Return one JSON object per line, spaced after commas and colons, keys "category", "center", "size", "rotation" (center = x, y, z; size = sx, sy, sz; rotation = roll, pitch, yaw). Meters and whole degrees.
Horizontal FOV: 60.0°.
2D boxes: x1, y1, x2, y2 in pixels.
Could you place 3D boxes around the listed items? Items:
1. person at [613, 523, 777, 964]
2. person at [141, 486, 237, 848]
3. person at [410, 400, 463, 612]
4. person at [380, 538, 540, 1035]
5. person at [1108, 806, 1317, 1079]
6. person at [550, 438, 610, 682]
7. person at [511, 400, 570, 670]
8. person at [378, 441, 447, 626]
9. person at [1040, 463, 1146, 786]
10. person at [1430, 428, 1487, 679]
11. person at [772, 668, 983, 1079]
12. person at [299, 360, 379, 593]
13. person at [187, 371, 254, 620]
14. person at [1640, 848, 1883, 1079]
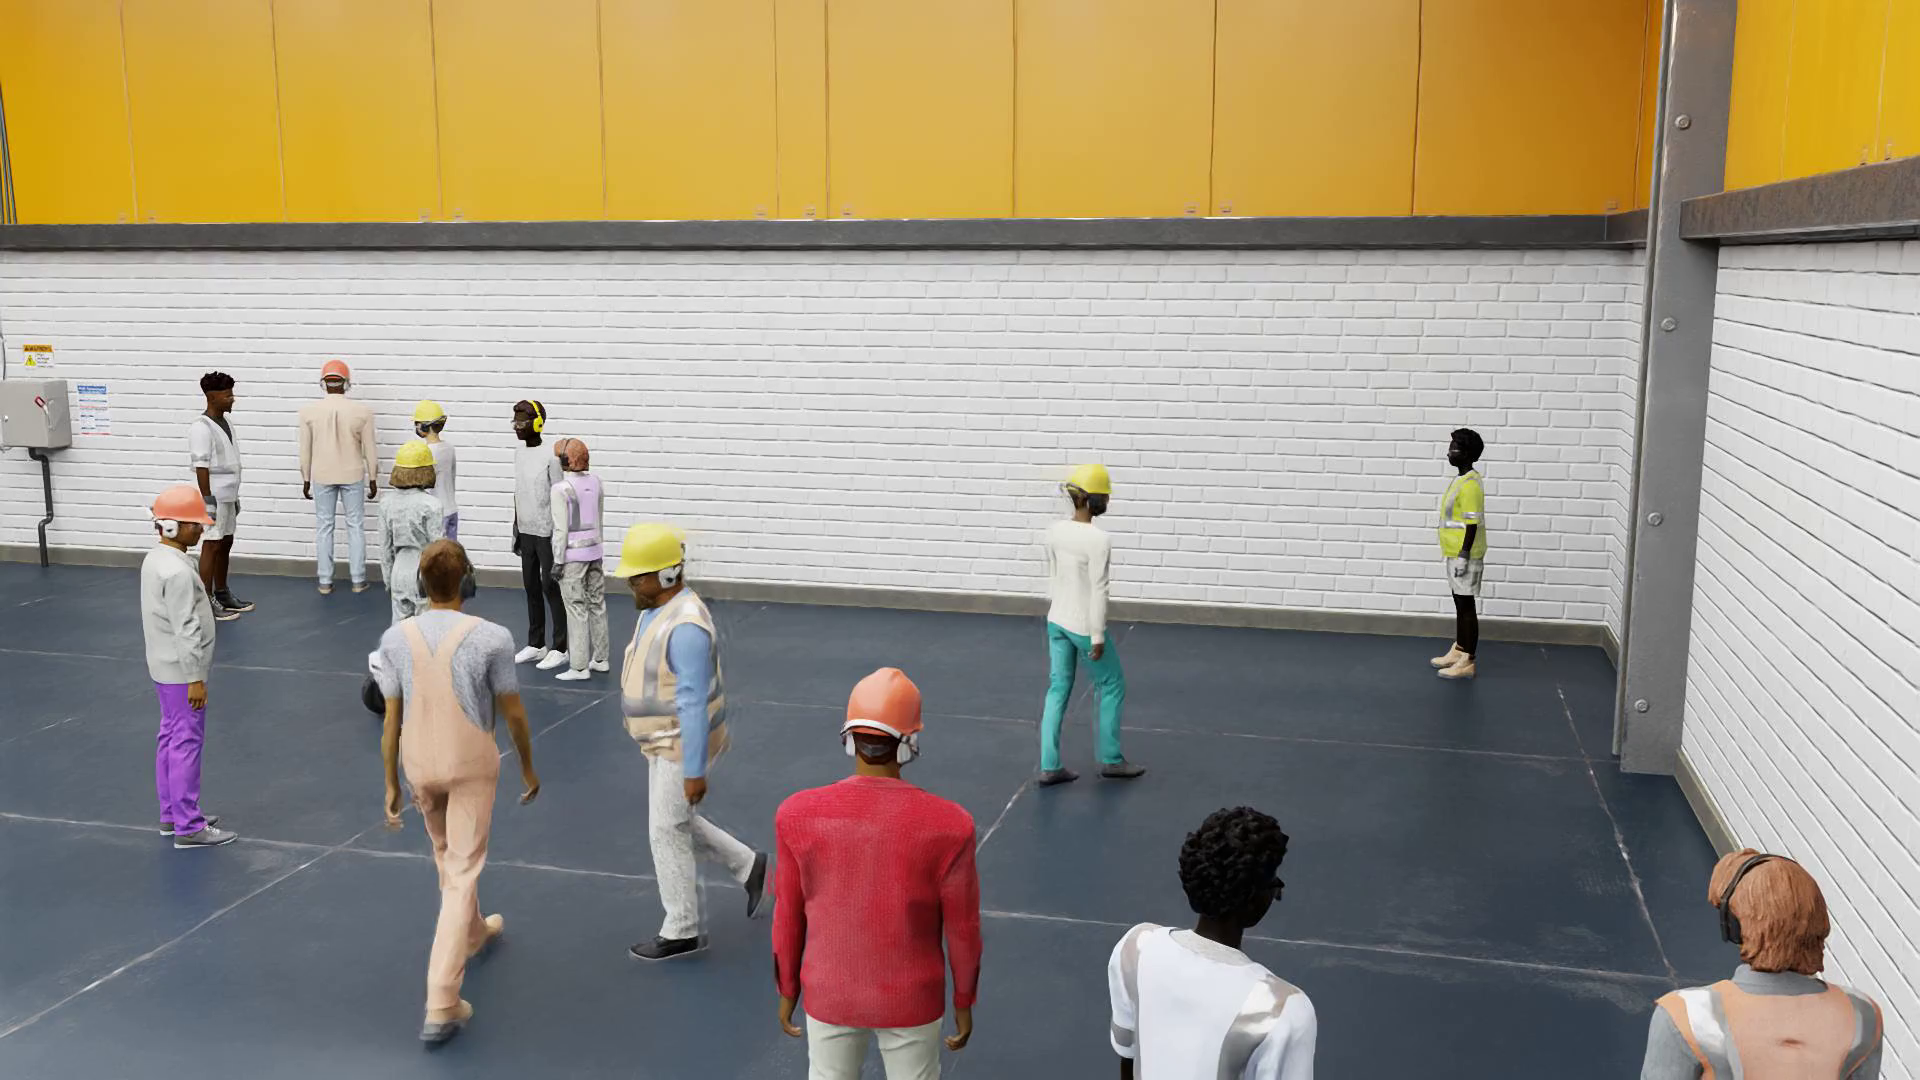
{"category": "person", "center": [-1.067, 0.802, 6.759], "size": [0.626, 1.798, 0.631], "rotation": [-4, 10, -20]}
{"category": "person", "center": [-3.749, 0.605, 8.066], "size": [0.343, 1.745, 0.573], "rotation": [-7, 12, -36]}
{"category": "person", "center": [-3.977, -0.173, 12.601], "size": [0.312, 1.768, 0.522], "rotation": [1, 10, 8]}
{"category": "person", "center": [-1.914, 0.888, 6.315], "size": [0.519, 1.789, 1.003], "rotation": [1, 10, 5]}
{"category": "person", "center": [0.538, 1.397, 3.590], "size": [0.320, 1.686, 0.539], "rotation": [-9, 13, -43]}
{"category": "person", "center": [-2.564, 0.131, 11.180], "size": [0.310, 1.638, 0.523], "rotation": [4, 11, 23]}
{"category": "person", "center": [-2.931, -0.041, 11.515], "size": [0.535, 1.869, 0.312], "rotation": [7, 12, 37]}
{"category": "person", "center": [-3.268, 0.267, 10.076], "size": [0.493, 1.743, 0.298], "rotation": [4, 11, 24]}
{"category": "person", "center": [0.725, 0.455, 8.948], "size": [0.718, 1.740, 0.544], "rotation": [-6, 11, -30]}
{"category": "person", "center": [3.396, 0.088, 11.265], "size": [0.320, 1.697, 0.531], "rotation": [2, 10, 9]}
{"category": "person", "center": [-0.223, 1.207, 4.552], "size": [0.576, 1.737, 0.354], "rotation": [1, 10, 5]}
{"category": "person", "center": [-5.250, -0.532, 14.094], "size": [0.630, 1.980, 0.412], "rotation": [-3, 10, -17]}
{"category": "person", "center": [-5.841, -0.353, 13.111], "size": [0.385, 1.957, 0.603], "rotation": [-1, 10, -4]}
{"category": "person", "center": [1.638, 1.446, 3.467], "size": [0.524, 1.631, 0.316], "rotation": [-1, 10, -8]}
